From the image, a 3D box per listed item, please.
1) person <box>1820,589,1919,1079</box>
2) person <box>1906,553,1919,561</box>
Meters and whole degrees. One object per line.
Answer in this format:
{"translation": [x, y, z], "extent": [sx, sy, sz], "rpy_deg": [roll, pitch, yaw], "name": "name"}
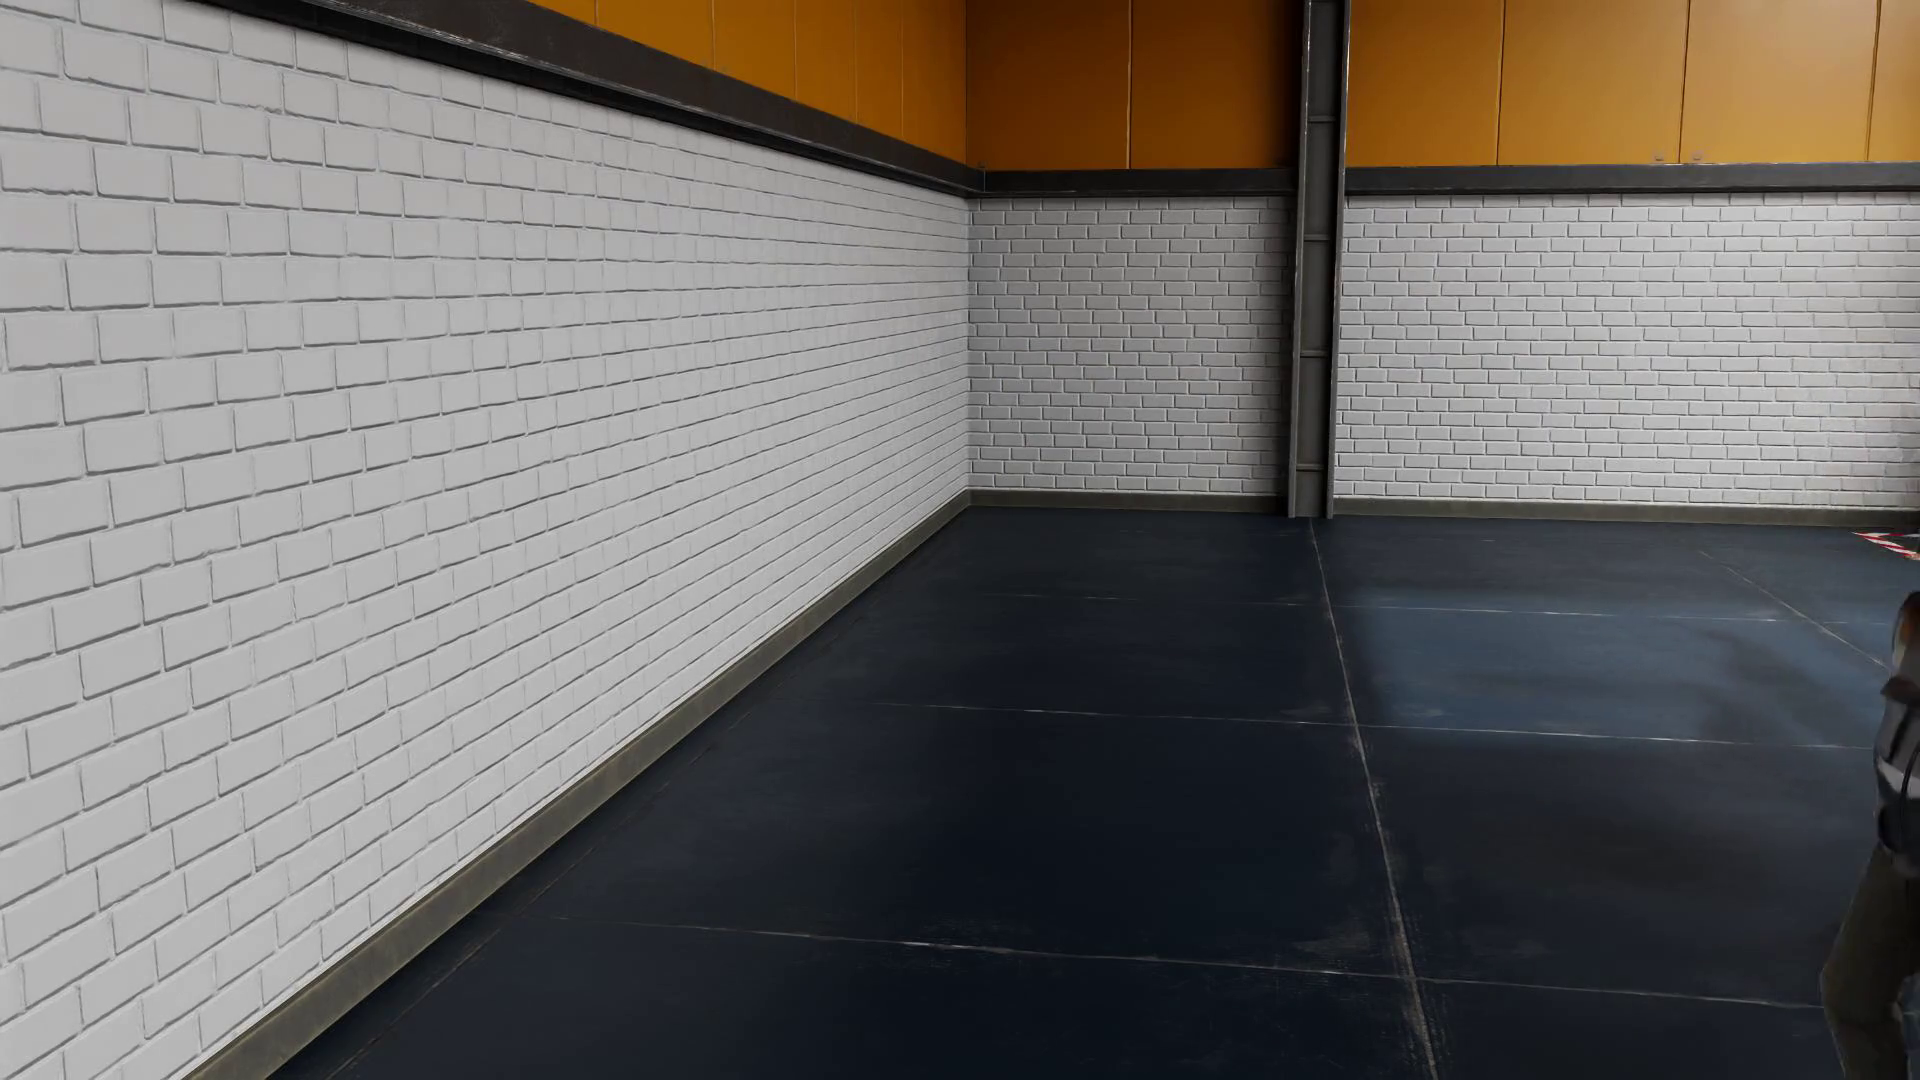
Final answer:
{"translation": [2.218, 0.727, 3.696], "extent": [0.518, 1.802, 0.608], "rpy_deg": [-3, 9, -15], "name": "person"}
{"translation": [7.615, -0.679, 12.418], "extent": [0.787, 1.822, 0.633], "rpy_deg": [6, 11, 35], "name": "person"}
